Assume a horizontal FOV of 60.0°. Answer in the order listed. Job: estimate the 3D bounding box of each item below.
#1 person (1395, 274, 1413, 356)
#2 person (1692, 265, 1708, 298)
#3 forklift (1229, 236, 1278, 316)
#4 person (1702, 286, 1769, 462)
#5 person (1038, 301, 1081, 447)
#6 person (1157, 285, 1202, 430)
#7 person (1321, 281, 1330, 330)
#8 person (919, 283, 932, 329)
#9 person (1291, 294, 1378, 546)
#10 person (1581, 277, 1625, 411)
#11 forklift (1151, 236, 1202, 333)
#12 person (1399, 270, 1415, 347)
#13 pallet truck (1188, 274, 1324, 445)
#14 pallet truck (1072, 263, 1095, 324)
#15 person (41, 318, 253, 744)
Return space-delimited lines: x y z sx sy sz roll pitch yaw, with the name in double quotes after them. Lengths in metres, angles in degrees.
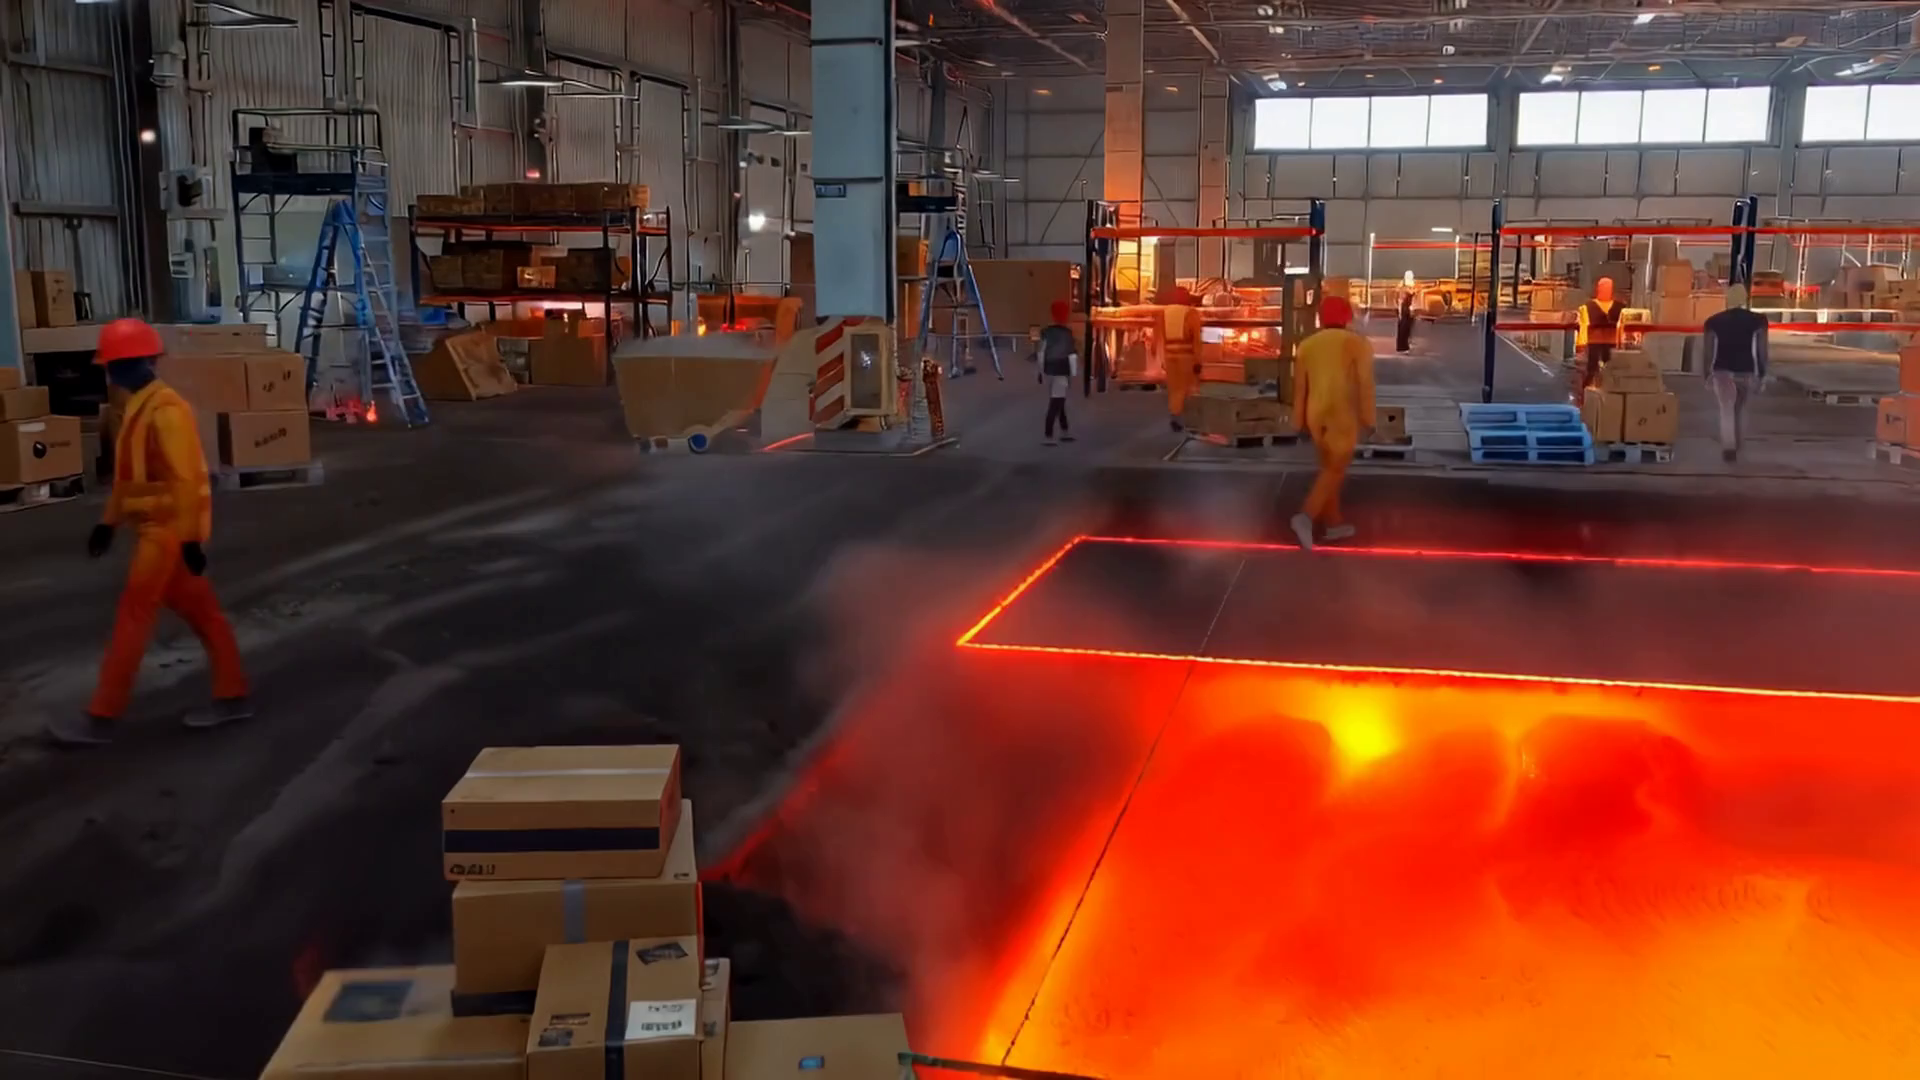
9.825 -4.969 36.823 0.666 1.816 0.466 -8 12 -39 "person"
22.958 -7.565 51.721 0.551 1.935 0.375 -3 10 -16 "person"
9.149 -7.747 50.019 1.873 2.768 1.129 9 13 42 "forklift"
8.327 -1.787 17.898 0.636 1.886 1.066 3 10 19 "person"
1.212 -1.923 19.286 0.764 1.664 0.550 -7 12 -36 "person"
2.781 -2.288 20.950 0.647 1.827 0.452 8 12 38 "person"
6.948 -4.120 32.039 0.486 1.738 0.320 -6 11 -33 "person"
-0.971 -7.359 50.542 0.544 1.930 0.389 -4 10 -23 "person"
2.790 -0.908 12.637 0.867 1.912 0.631 -8 13 -40 "person"
9.012 -2.735 23.382 0.584 1.911 0.391 0 10 2 "person"
5.866 -7.214 46.878 1.873 2.768 1.129 2 10 14 "forklift"
10.889 -5.624 40.450 0.355 1.883 0.573 9 13 43 "person"
3.653 -2.138 19.590 1.885 1.965 0.823 -4 10 -20 "pallet truck"
4.325 -8.180 55.162 0.823 1.965 1.885 6 11 31 "pallet truck"
-3.723 -0.037 7.503 0.970 1.893 0.600 -6 11 -32 "person"
